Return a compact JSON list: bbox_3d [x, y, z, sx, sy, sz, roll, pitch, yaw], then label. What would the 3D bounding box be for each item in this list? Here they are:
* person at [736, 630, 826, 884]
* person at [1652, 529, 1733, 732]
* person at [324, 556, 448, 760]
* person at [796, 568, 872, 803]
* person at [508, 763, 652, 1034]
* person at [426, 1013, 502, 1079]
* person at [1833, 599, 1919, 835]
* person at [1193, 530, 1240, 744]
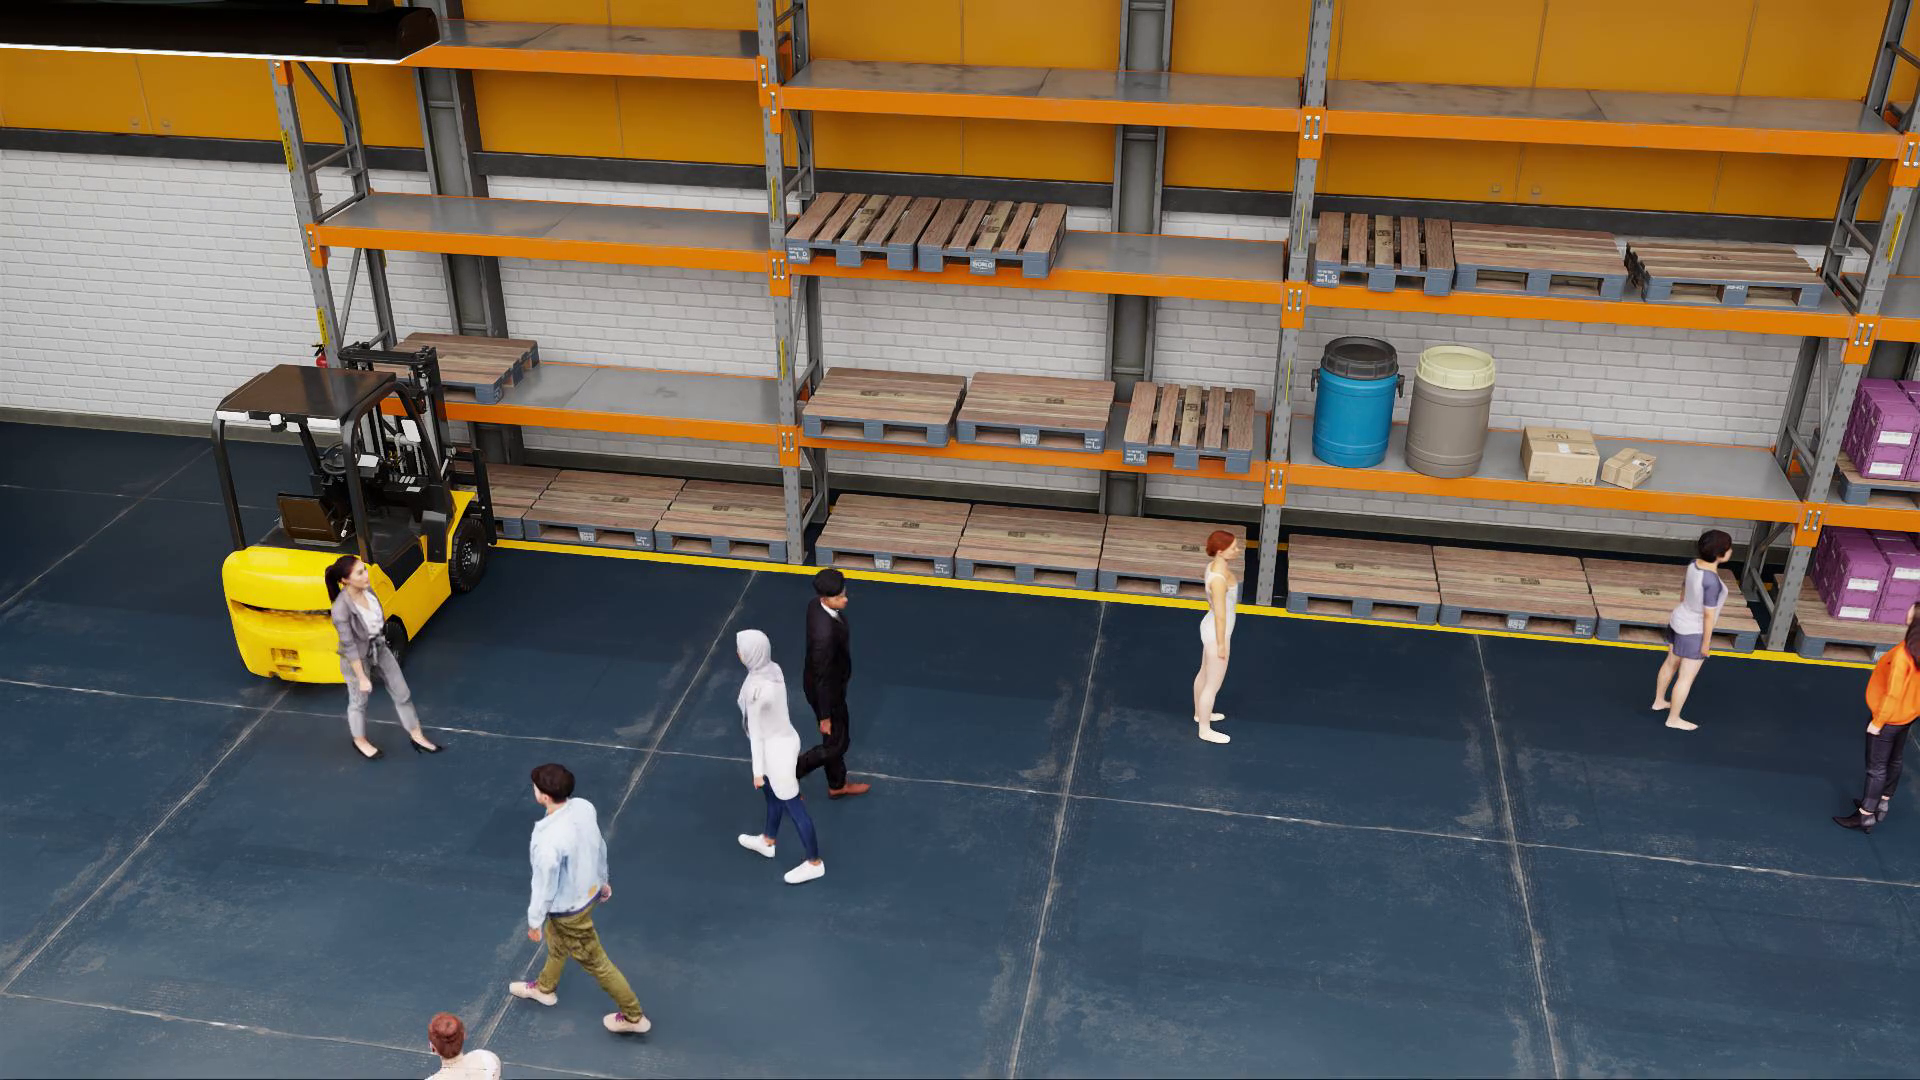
[{"bbox_3d":[-1.084,1.366,10.436,0.831,1.748,0.615,2,29,4],"label":"person"},{"bbox_3d":[5.288,0.618,11.997,0.582,1.565,0.608,-1,29,-2],"label":"person"},{"bbox_3d":[-4.186,0.837,11.507,0.906,1.650,0.662,6,29,12],"label":"person"},{"bbox_3d":[-0.970,0.999,10.989,1.055,1.861,0.919,-7,29,-12],"label":"person"},{"bbox_3d":[-2.065,2.036,9.188,1.157,1.766,0.743,7,29,13],"label":"person"},{"bbox_3d":[-2.183,2.903,7.600,0.925,1.765,1.038,-25,37,-38],"label":"person"},{"bbox_3d":[6.101,1.139,10.852,0.705,1.748,0.756,-20,35,-32],"label":"person"},{"bbox_3d":[1.816,0.666,11.828,0.522,1.644,0.570,1,29,2],"label":"person"}]
